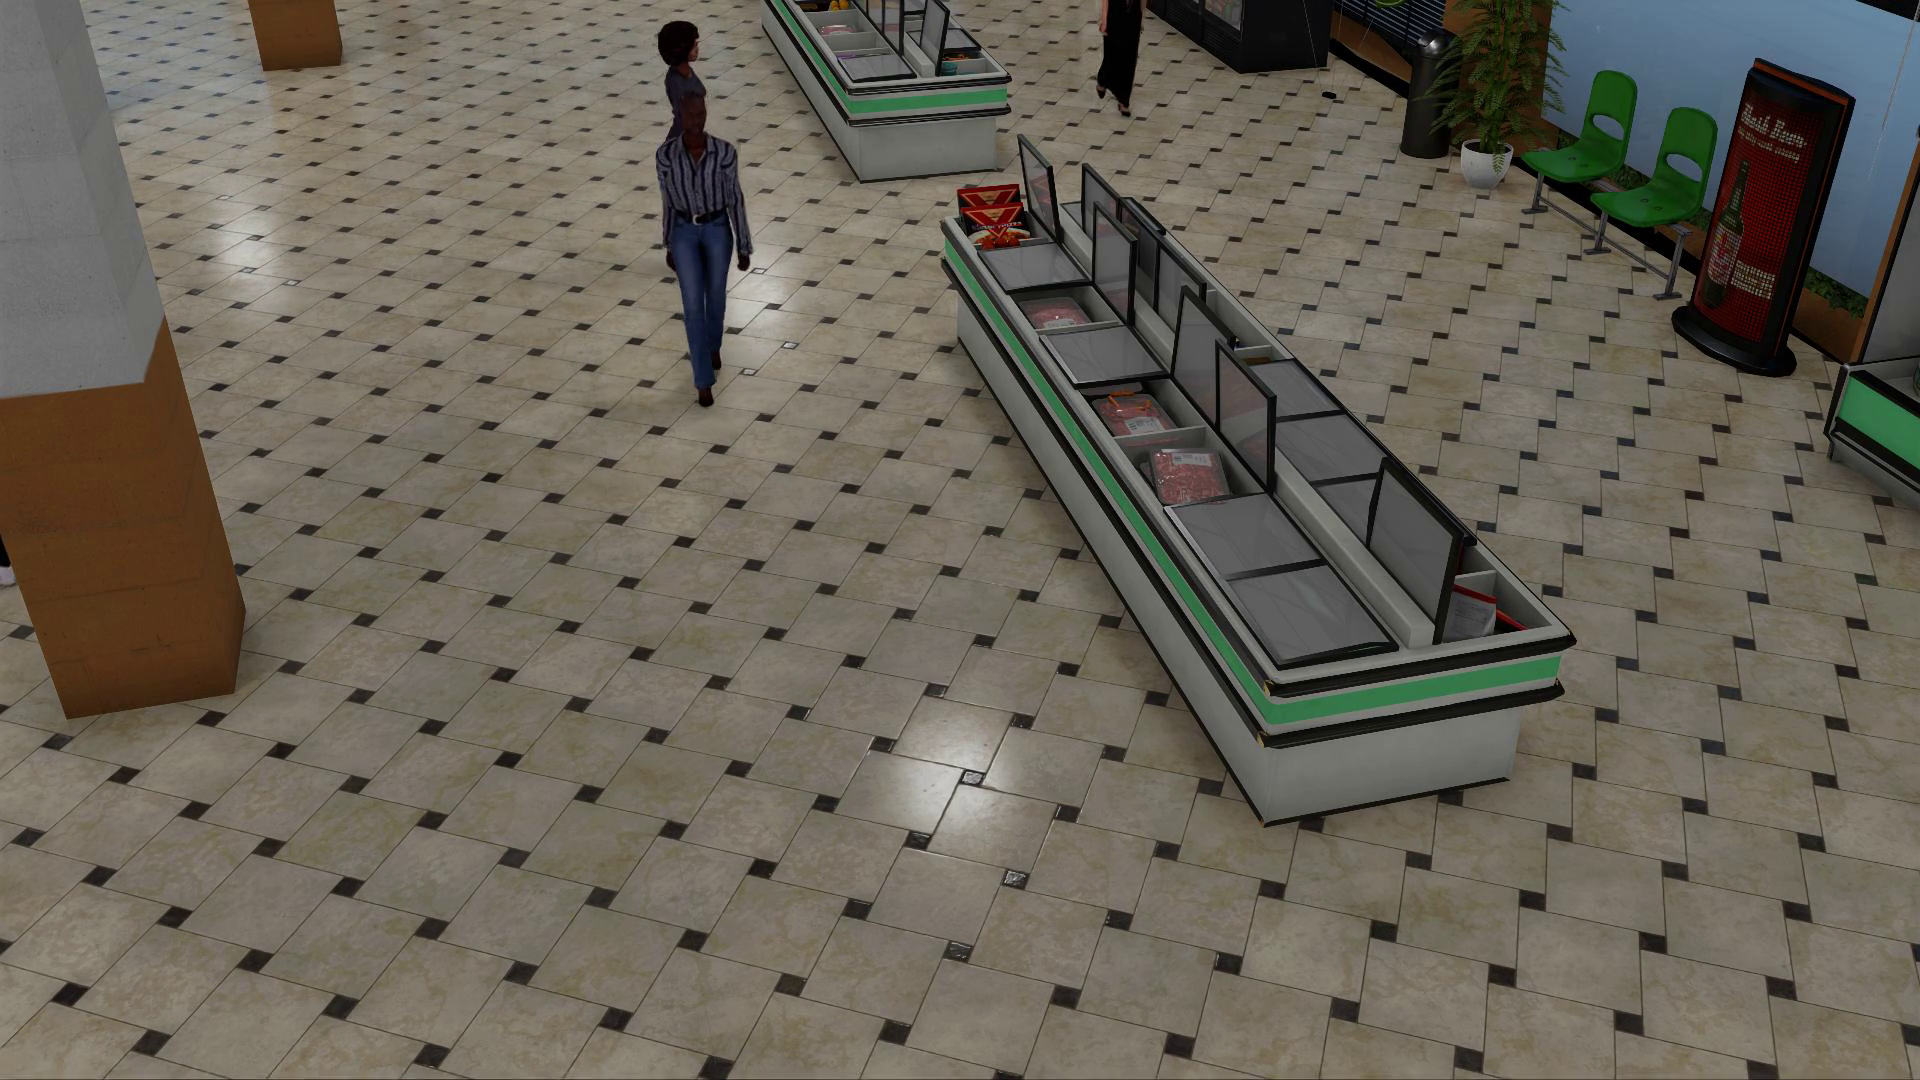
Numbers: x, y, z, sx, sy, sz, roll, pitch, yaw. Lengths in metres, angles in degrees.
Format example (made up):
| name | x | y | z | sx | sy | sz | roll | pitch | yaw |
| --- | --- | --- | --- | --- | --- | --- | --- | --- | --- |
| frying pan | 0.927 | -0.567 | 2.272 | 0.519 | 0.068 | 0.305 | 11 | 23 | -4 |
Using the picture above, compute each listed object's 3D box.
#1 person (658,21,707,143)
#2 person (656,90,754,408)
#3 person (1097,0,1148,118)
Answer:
| name | x | y | z | sx | sy | sz | roll | pitch | yaw |
| --- | --- | --- | --- | --- | --- | --- | --- | --- | --- |
| person | -1.915 | -2.612 | 11.162 | 0.749 | 1.698 | 0.643 | 2 | 32 | 3 |
| person | -1.500 | -1.747 | 9.711 | 0.680 | 1.761 | 1.011 | -6 | 32 | -10 |
| person | 1.360 | -4.447 | 14.215 | 0.625 | 1.588 | 0.736 | -11 | 34 | -18 |
